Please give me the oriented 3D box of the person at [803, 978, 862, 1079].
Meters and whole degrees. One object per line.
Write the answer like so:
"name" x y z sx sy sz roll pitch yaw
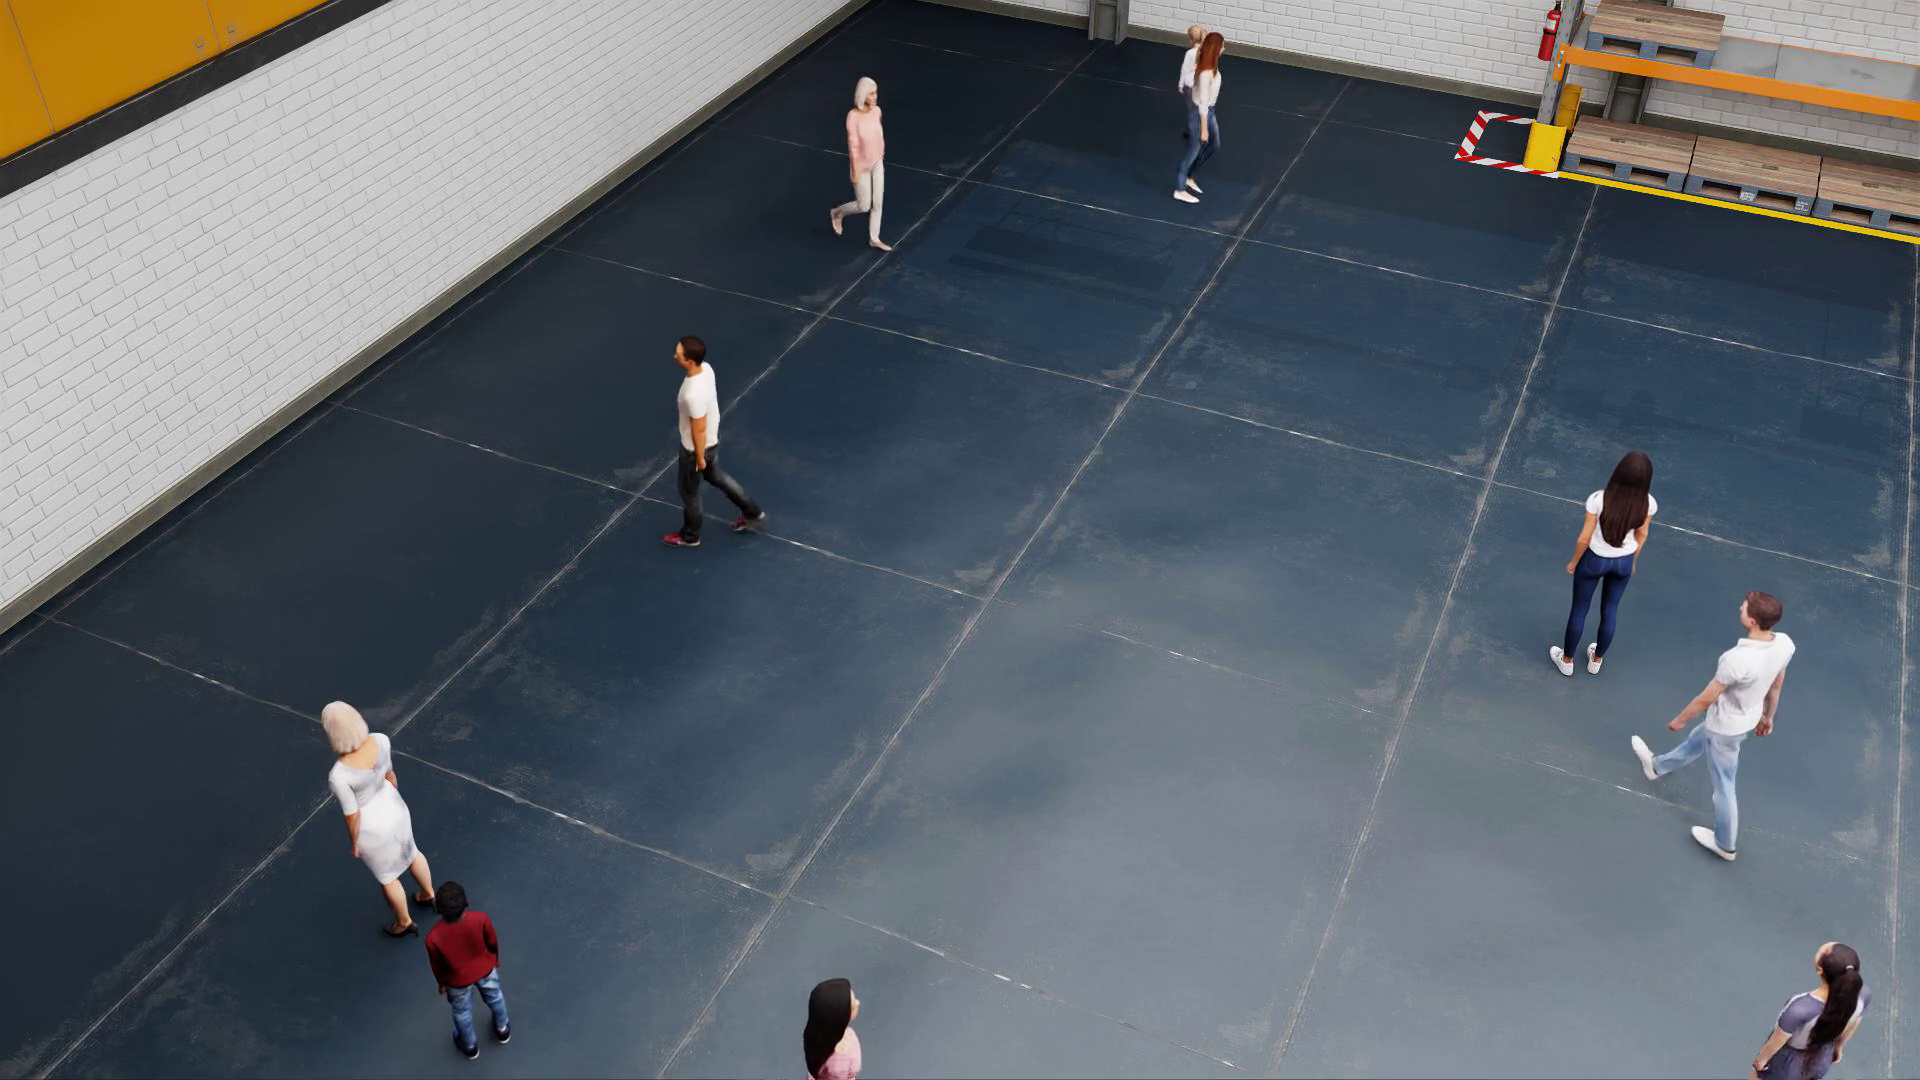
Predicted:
"person" -0.694 2.675 7.842 1.190 1.702 1.053 -9 39 -11

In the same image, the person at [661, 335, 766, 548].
"person" -1.808 -0.724 12.031 1.097 1.786 0.888 1 39 1

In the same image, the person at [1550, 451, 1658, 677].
"person" 4.242 0.165 10.927 0.576 1.774 0.718 2 39 2

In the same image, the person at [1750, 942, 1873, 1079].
"person" 4.089 2.568 8.026 0.745 1.639 0.814 -8 39 -10

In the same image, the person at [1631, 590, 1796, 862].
"person" 4.566 1.134 9.688 1.087 1.805 1.270 -20 43 -23

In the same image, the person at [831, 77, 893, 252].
"person" -0.940 -3.538 15.615 0.920 1.710 0.716 27 46 29

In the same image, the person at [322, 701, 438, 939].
"person" -3.214 1.554 9.208 0.491 1.749 0.558 16 41 19

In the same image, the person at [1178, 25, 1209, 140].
"person" 2.510 -4.766 17.512 0.616 1.262 0.677 -16 41 -19

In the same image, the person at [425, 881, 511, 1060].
"person" -2.576 2.254 8.730 0.579 1.252 0.611 -23 44 -26

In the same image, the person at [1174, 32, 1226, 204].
"person" 2.300 -4.174 16.410 0.604 1.711 0.624 18 42 21
